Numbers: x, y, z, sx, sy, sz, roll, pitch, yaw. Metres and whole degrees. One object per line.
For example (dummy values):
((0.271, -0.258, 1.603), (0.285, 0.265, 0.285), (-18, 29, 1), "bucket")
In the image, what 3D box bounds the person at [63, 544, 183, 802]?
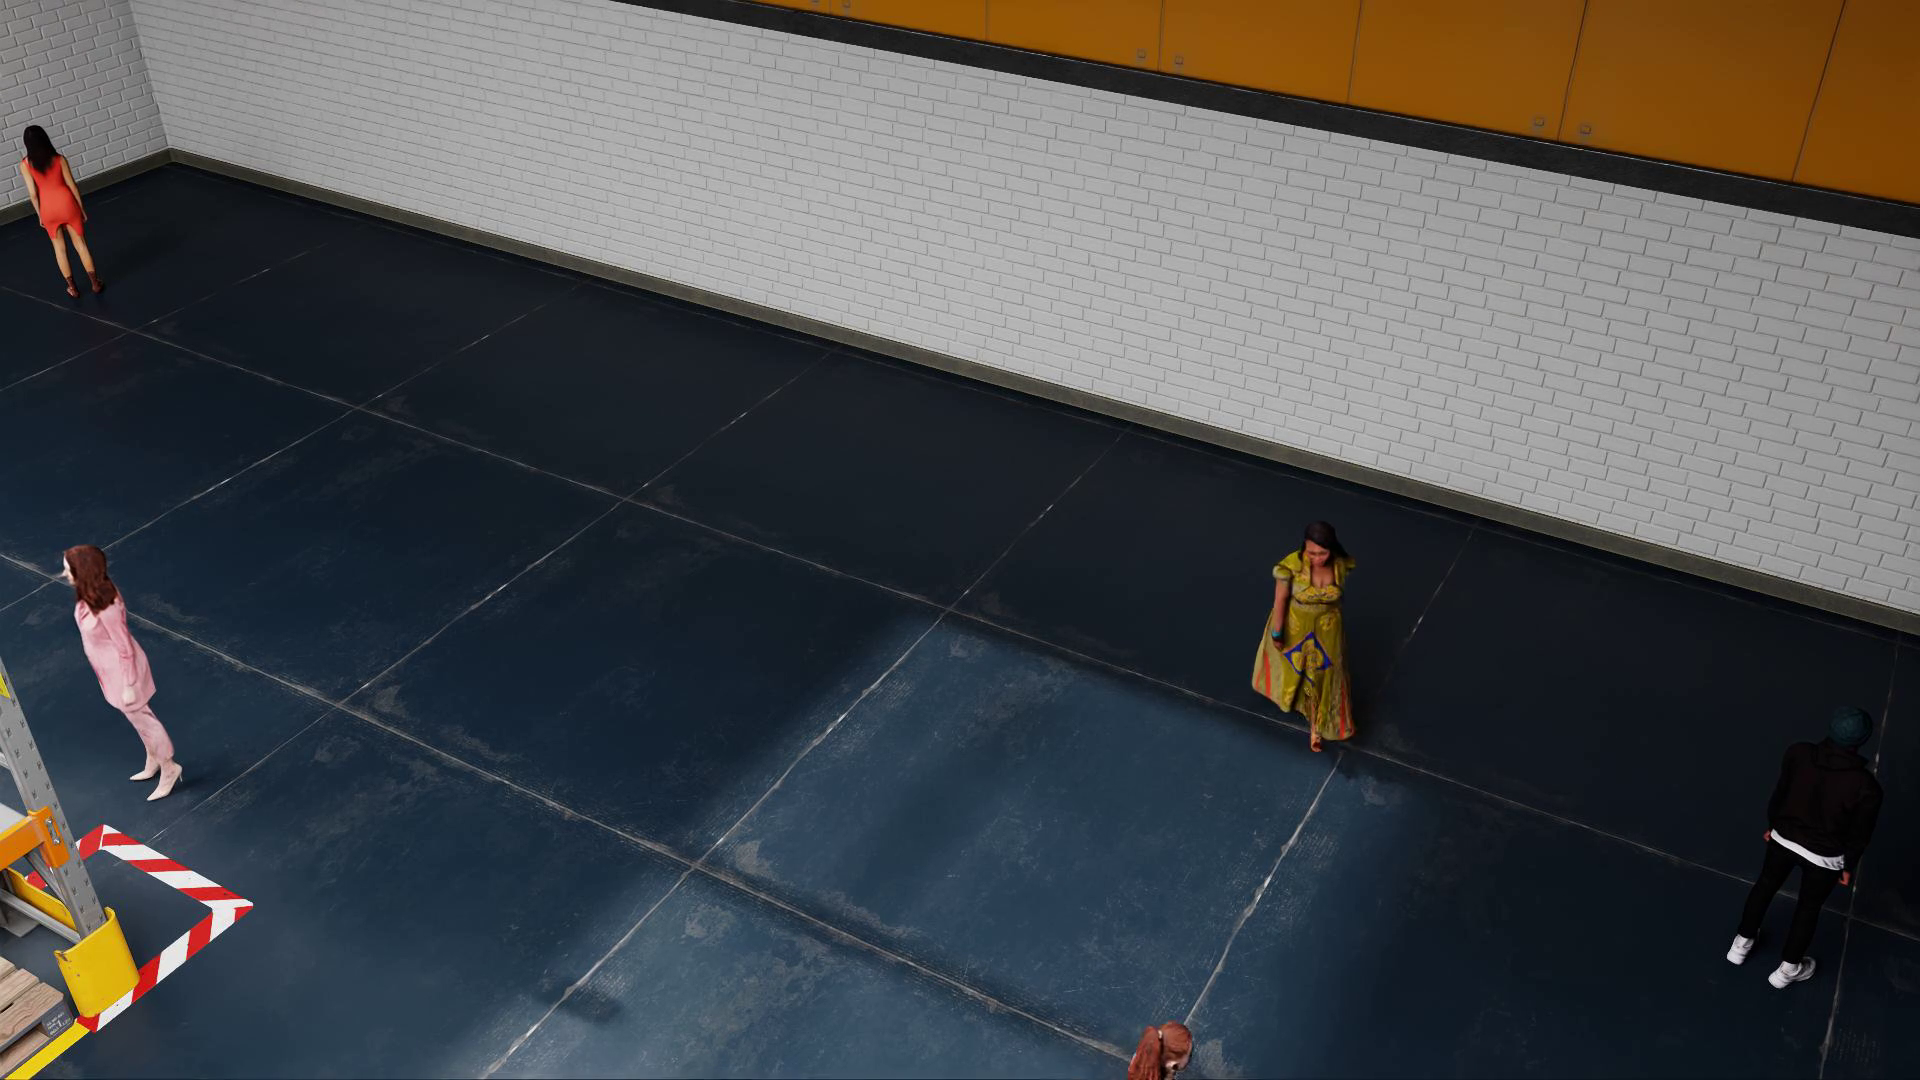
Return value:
((-5.034, 0.781, 10.008), (0.623, 1.803, 0.667), (-27, 42, -34), "person")

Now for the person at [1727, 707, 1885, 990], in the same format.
((4.472, 1.599, 8.764), (0.708, 1.818, 0.744), (-25, 41, -33), "person")

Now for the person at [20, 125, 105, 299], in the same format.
((-8.673, -3.165, 16.020), (0.624, 1.719, 0.728), (-17, 37, -24), "person")

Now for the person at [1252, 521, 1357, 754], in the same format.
((2.194, 0.492, 10.612), (1.095, 1.616, 1.208), (-7, 34, -10), "person")

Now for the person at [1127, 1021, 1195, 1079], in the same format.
((0.745, 2.723, 7.181), (1.232, 1.698, 1.125), (-11, 35, -16), "person")
